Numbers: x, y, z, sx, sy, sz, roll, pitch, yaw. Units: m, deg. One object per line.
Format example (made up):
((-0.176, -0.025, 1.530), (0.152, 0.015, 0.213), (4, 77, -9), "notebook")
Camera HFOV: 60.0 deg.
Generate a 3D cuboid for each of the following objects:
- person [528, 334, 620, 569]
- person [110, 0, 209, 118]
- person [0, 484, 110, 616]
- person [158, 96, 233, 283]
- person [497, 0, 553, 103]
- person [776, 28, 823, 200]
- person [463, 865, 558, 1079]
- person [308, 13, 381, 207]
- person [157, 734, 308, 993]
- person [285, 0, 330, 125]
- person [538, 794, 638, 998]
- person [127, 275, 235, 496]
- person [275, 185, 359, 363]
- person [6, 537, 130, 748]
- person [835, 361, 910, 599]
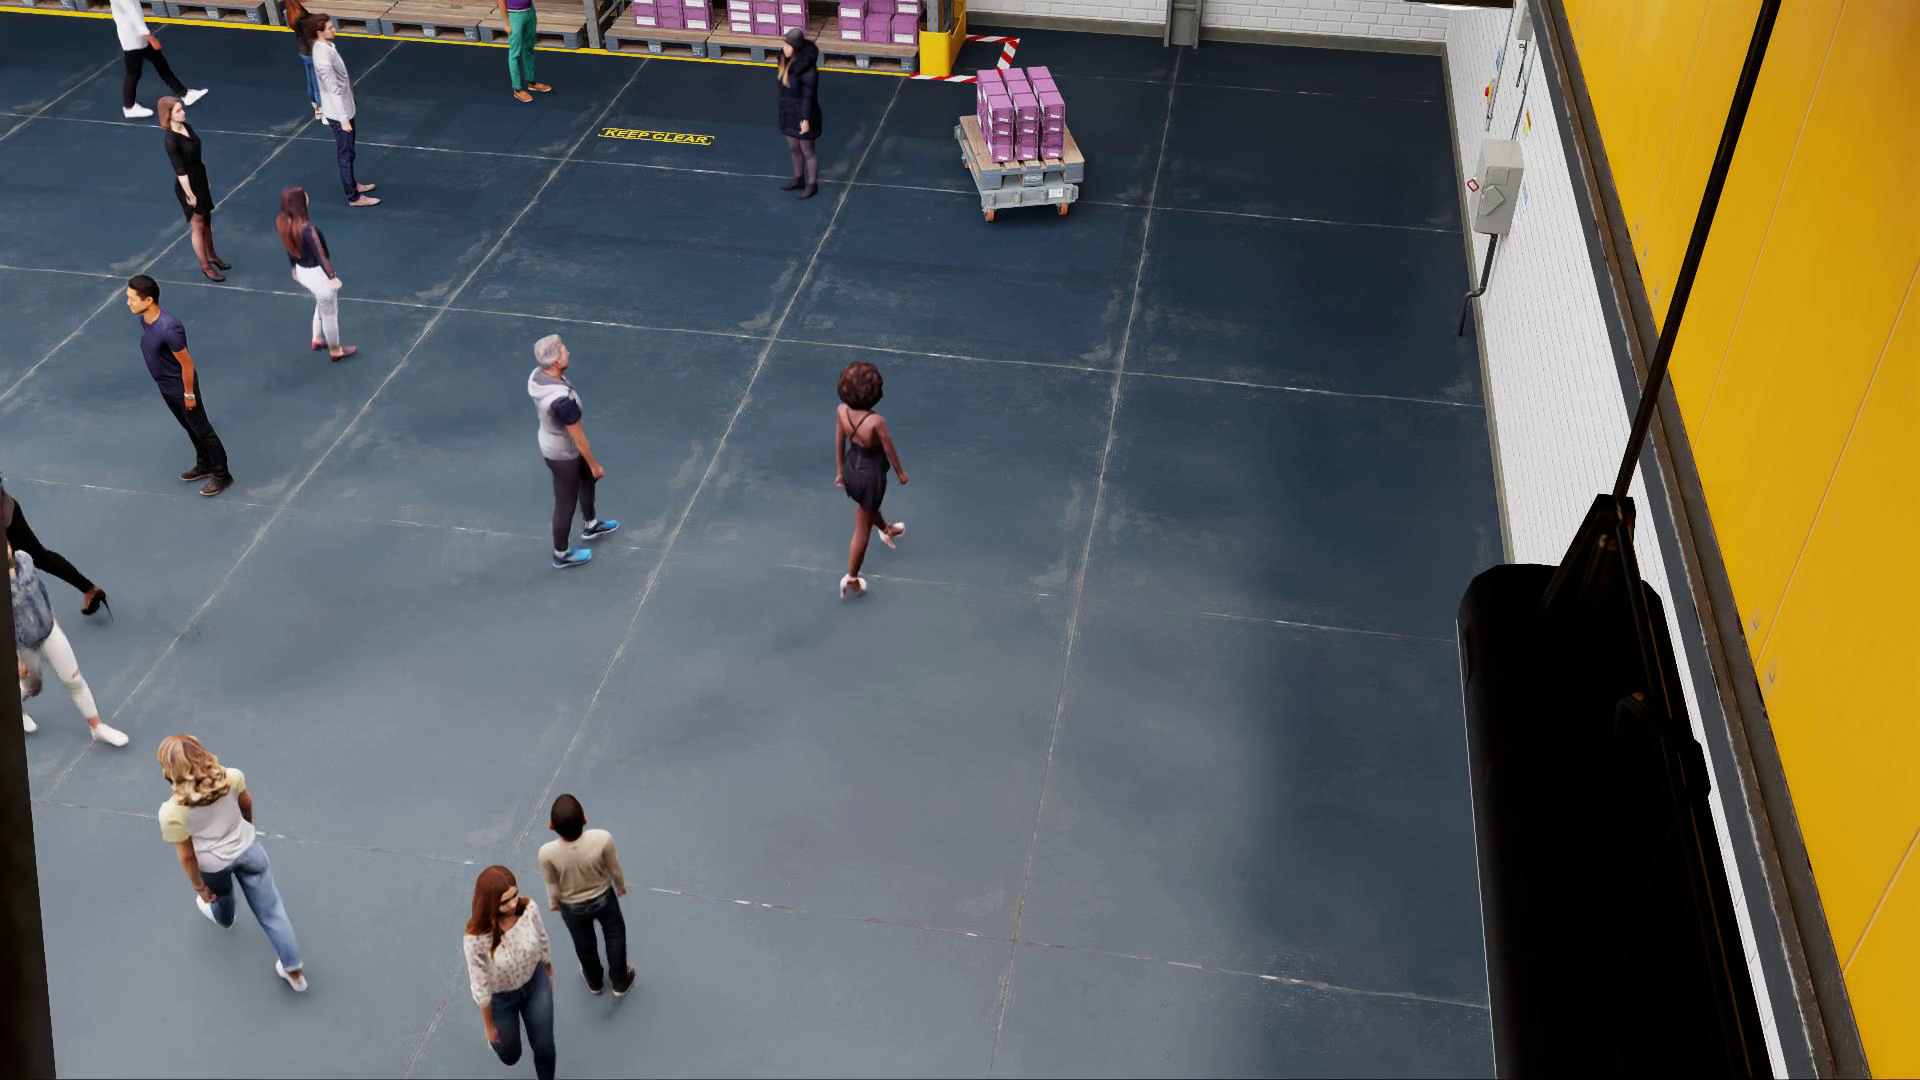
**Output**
((-2.812, -0.567, 11.423), (0.976, 1.807, 0.914), (-17, 42, -20), "person")
((-8.671, -5.227, 17.294), (1.191, 1.762, 0.965), (-11, 40, -14), "person")
((-6.176, -0.081, 10.834), (1.278, 1.782, 0.952), (-5, 39, -7), "person")
((-6.776, -3.111, 14.689), (0.566, 1.705, 0.625), (-2, 39, -2), "person")
((-4.733, -5.614, 17.774), (0.665, 1.767, 0.697), (20, 43, 23), "person")
((-1.512, -4.101, 15.952), (0.859, 1.677, 0.788), (-27, 46, -30), "person")
((-2.206, 2.160, 8.086), (0.907, 1.710, 0.997), (-27, 46, -30), "person")
((-5.915, -4.105, 15.819), (0.757, 1.850, 0.762), (-14, 41, -17), "person")
((-3.752, 1.721, 8.672), (1.229, 1.664, 1.030), (30, 47, 32), "person")
((-6.785, -5.088, 17.342), (0.696, 1.484, 0.636), (-24, 44, -27), "person")
((-1.949, 1.879, 8.637), (0.660, 1.461, 0.730), (-13, 40, -16), "person")
((-5.709, -1.150, 12.164), (0.653, 1.793, 0.778), (29, 47, 31), "person")
((-5.288, -2.123, 13.536), (0.679, 1.600, 0.771), (27, 46, 30), "person")
((-5.704, 0.599, 10.072), (1.143, 1.670, 0.771), (14, 41, 17), "person")
((-0.690, -0.346, 11.188), (1.045, 1.755, 0.941), (27, 46, 30), "person")
